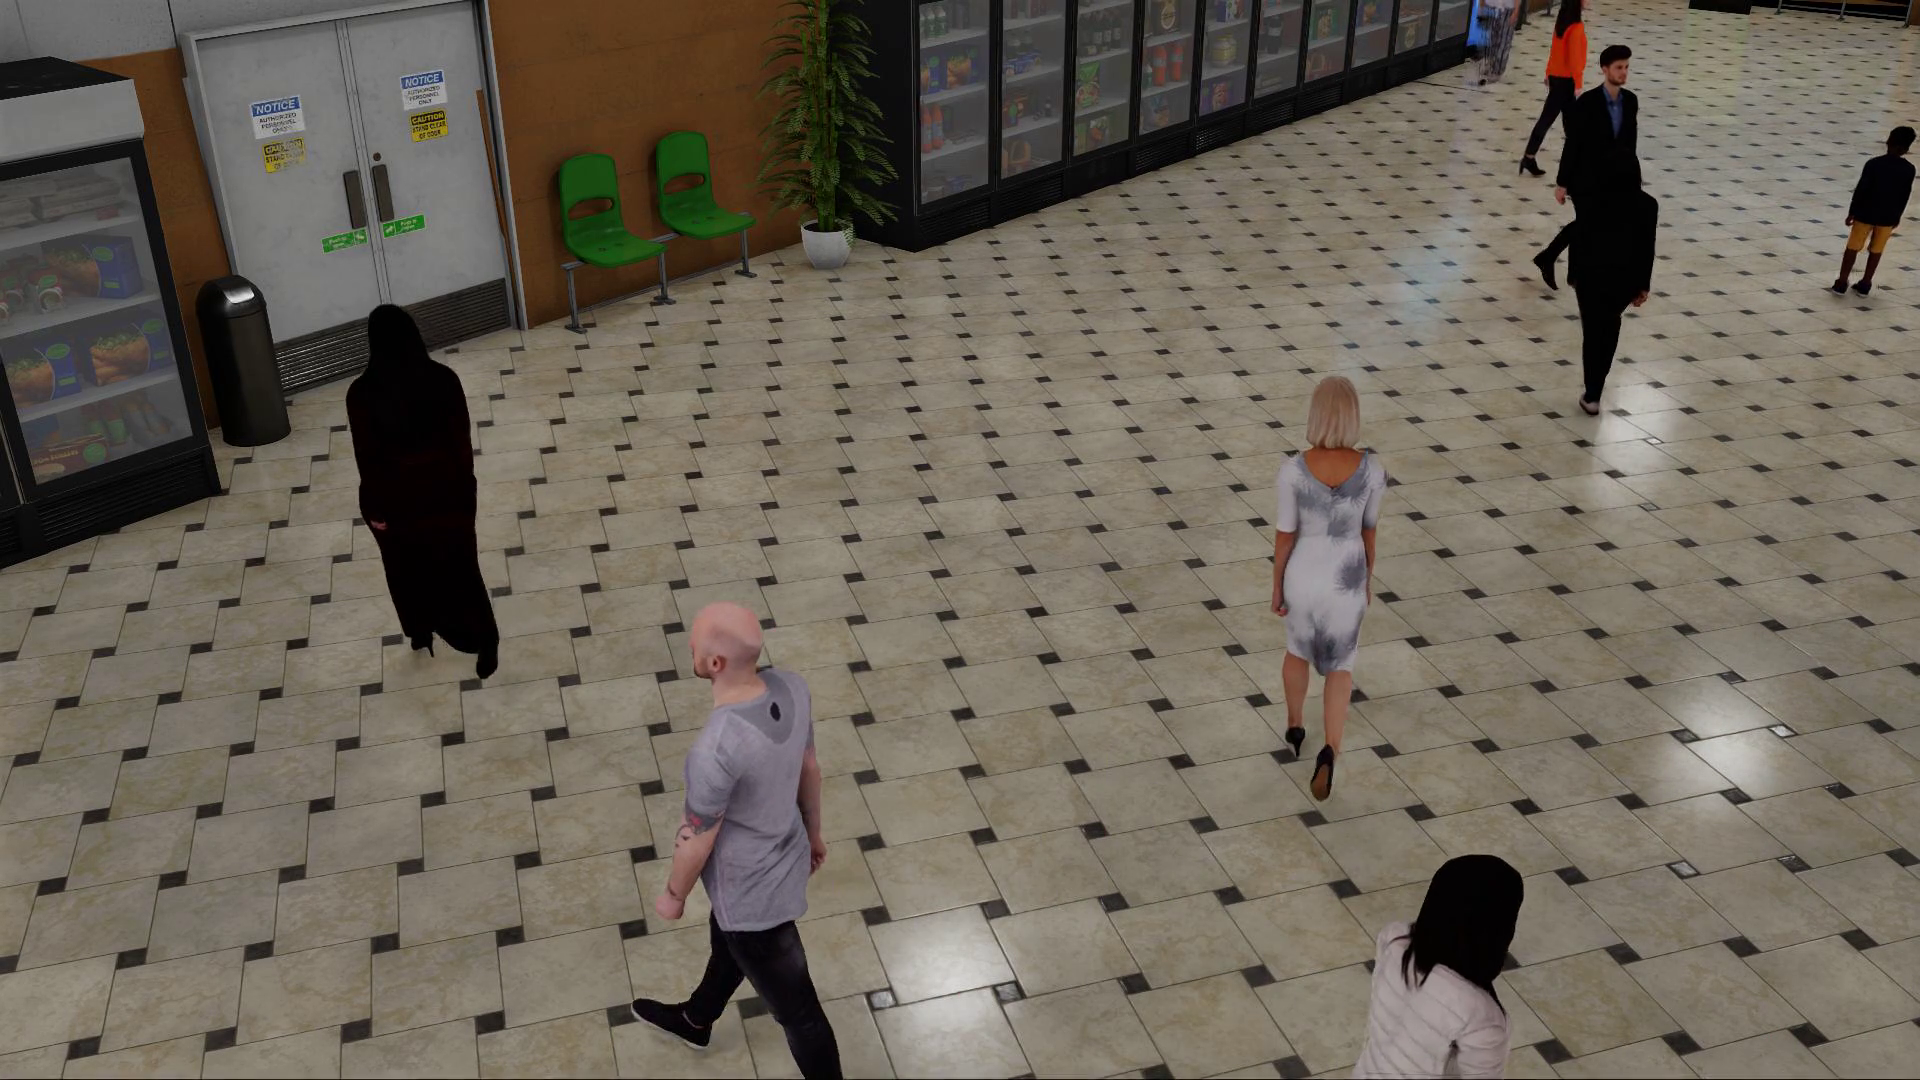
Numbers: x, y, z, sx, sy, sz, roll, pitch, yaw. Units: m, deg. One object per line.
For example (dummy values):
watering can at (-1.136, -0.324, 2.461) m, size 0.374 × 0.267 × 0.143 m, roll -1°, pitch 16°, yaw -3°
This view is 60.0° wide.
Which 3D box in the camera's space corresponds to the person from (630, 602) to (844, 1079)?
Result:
person at (-0.507, 1.024, 4.848) m, size 1.171 × 1.804 × 0.909 m, roll 9°, pitch 28°, yaw 17°

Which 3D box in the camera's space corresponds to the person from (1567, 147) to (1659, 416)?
person at (3.974, -1.536, 10.146) m, size 0.955 × 1.579 × 0.974 m, roll 3°, pitch 27°, yaw 6°

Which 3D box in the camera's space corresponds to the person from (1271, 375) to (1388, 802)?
person at (1.438, 0.225, 6.509) m, size 0.997 × 1.728 × 0.922 m, roll 5°, pitch 27°, yaw 9°

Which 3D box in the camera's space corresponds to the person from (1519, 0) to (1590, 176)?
person at (5.406, -4.174, 15.192) m, size 1.110 × 1.720 × 0.977 m, roll 2°, pitch 27°, yaw 4°

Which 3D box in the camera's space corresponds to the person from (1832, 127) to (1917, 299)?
person at (6.722, -2.392, 12.191) m, size 0.585 × 1.255 × 0.682 m, roll 3°, pitch 27°, yaw 6°

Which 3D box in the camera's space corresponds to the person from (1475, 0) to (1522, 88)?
person at (6.134, -5.998, 18.893) m, size 1.063 × 1.624 × 0.886 m, roll 18°, pitch 32°, yaw 31°

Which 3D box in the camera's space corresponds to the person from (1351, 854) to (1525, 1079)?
person at (1.087, 1.470, 4.165) m, size 0.854 × 1.628 × 0.802 m, roll -11°, pitch 29°, yaw -20°

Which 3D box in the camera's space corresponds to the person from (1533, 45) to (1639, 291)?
person at (4.490, -2.599, 11.931) m, size 1.100 × 1.860 × 1.328 m, roll -10°, pitch 29°, yaw -19°

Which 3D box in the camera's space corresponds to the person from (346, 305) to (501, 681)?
person at (-2.318, -0.153, 7.246) m, size 0.846 × 1.734 × 1.094 m, roll -17°, pitch 31°, yaw -29°
